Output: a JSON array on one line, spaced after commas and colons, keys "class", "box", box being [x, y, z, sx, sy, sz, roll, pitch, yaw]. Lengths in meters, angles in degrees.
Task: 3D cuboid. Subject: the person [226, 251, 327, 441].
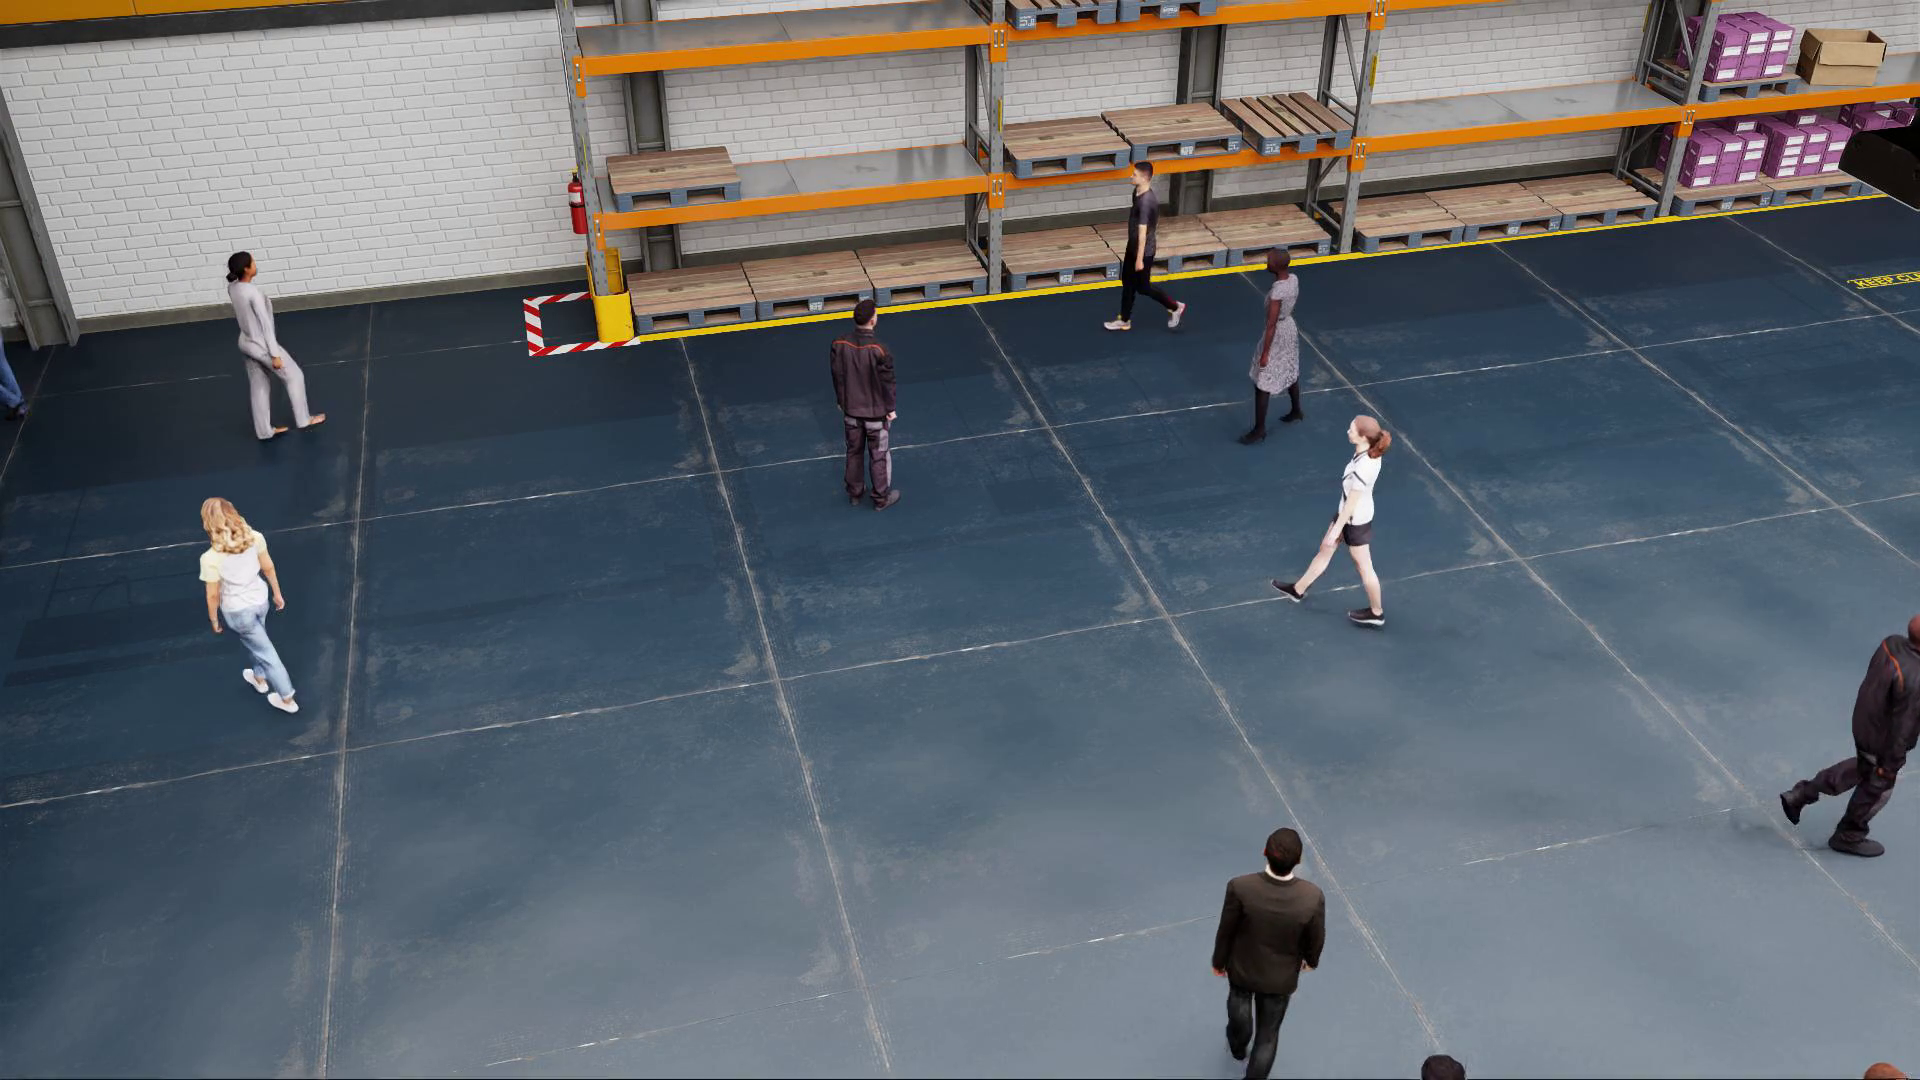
[{"class": "person", "box": [-6.144, -1.641, 14.443, 0.916, 1.717, 0.989, 22, 40, 30]}]

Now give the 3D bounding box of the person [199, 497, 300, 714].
[{"class": "person", "box": [-4.752, 0.490, 11.245, 0.972, 1.708, 0.913, 18, 38, 25]}]

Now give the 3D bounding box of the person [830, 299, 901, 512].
[{"class": "person", "box": [-0.764, -1.106, 13.513, 0.778, 1.856, 0.868, 14, 36, 19]}]

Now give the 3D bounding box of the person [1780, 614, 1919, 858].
[{"class": "person", "box": [5.512, 1.167, 10.136, 1.026, 1.808, 0.900, 4, 34, 6]}]

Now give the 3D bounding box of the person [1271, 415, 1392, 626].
[{"class": "person", "box": [2.966, -0.094, 12.125, 1.178, 1.706, 0.984, 10, 35, 15]}]

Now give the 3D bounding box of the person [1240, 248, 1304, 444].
[{"class": "person", "box": [2.737, -1.682, 14.454, 0.910, 1.774, 0.838, 19, 38, 26]}]

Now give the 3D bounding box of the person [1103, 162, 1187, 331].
[{"class": "person", "box": [1.840, -2.829, 16.202, 1.062, 1.749, 0.750, -3, 34, -4]}]

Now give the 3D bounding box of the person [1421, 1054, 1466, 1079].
[{"class": "person", "box": [2.228, 2.900, 8.040, 0.821, 1.242, 0.910, 20, 38, 27]}]

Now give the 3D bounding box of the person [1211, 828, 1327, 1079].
[{"class": "person", "box": [1.559, 2.238, 8.542, 0.888, 1.790, 0.946, 7, 34, 10]}]
